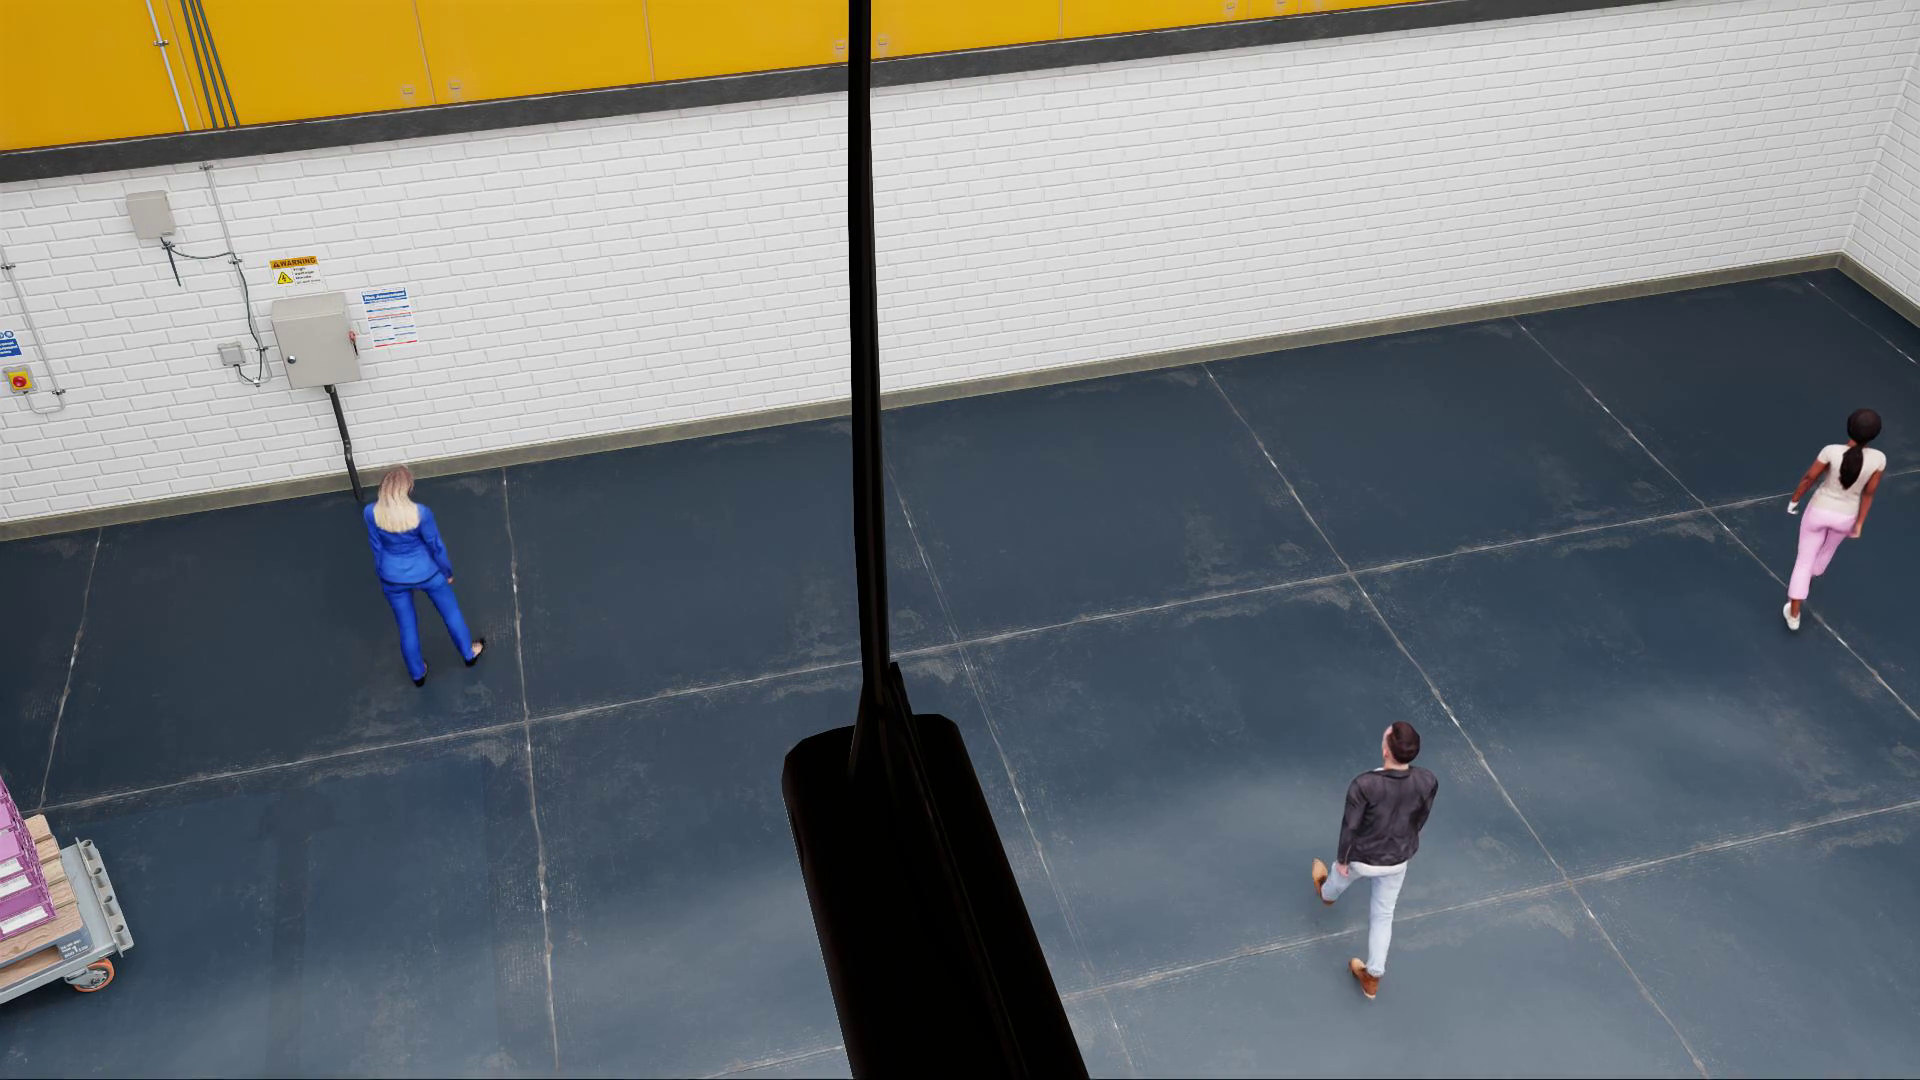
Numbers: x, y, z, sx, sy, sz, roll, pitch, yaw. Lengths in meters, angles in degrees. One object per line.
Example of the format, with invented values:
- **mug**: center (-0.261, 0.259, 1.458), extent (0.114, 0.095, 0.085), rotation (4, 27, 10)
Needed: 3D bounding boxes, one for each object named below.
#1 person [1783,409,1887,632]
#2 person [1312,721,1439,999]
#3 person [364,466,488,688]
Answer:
- **person**: center (5.902, -0.107, 11.291), extent (0.897, 1.723, 1.041), rotation (11, 40, 14)
- **person**: center (2.263, 1.745, 8.910), extent (0.781, 1.800, 1.156), rotation (-4, 39, -6)
- **person**: center (-3.577, 0.236, 10.889), extent (0.738, 1.689, 0.674), rotation (-11, 40, -14)
